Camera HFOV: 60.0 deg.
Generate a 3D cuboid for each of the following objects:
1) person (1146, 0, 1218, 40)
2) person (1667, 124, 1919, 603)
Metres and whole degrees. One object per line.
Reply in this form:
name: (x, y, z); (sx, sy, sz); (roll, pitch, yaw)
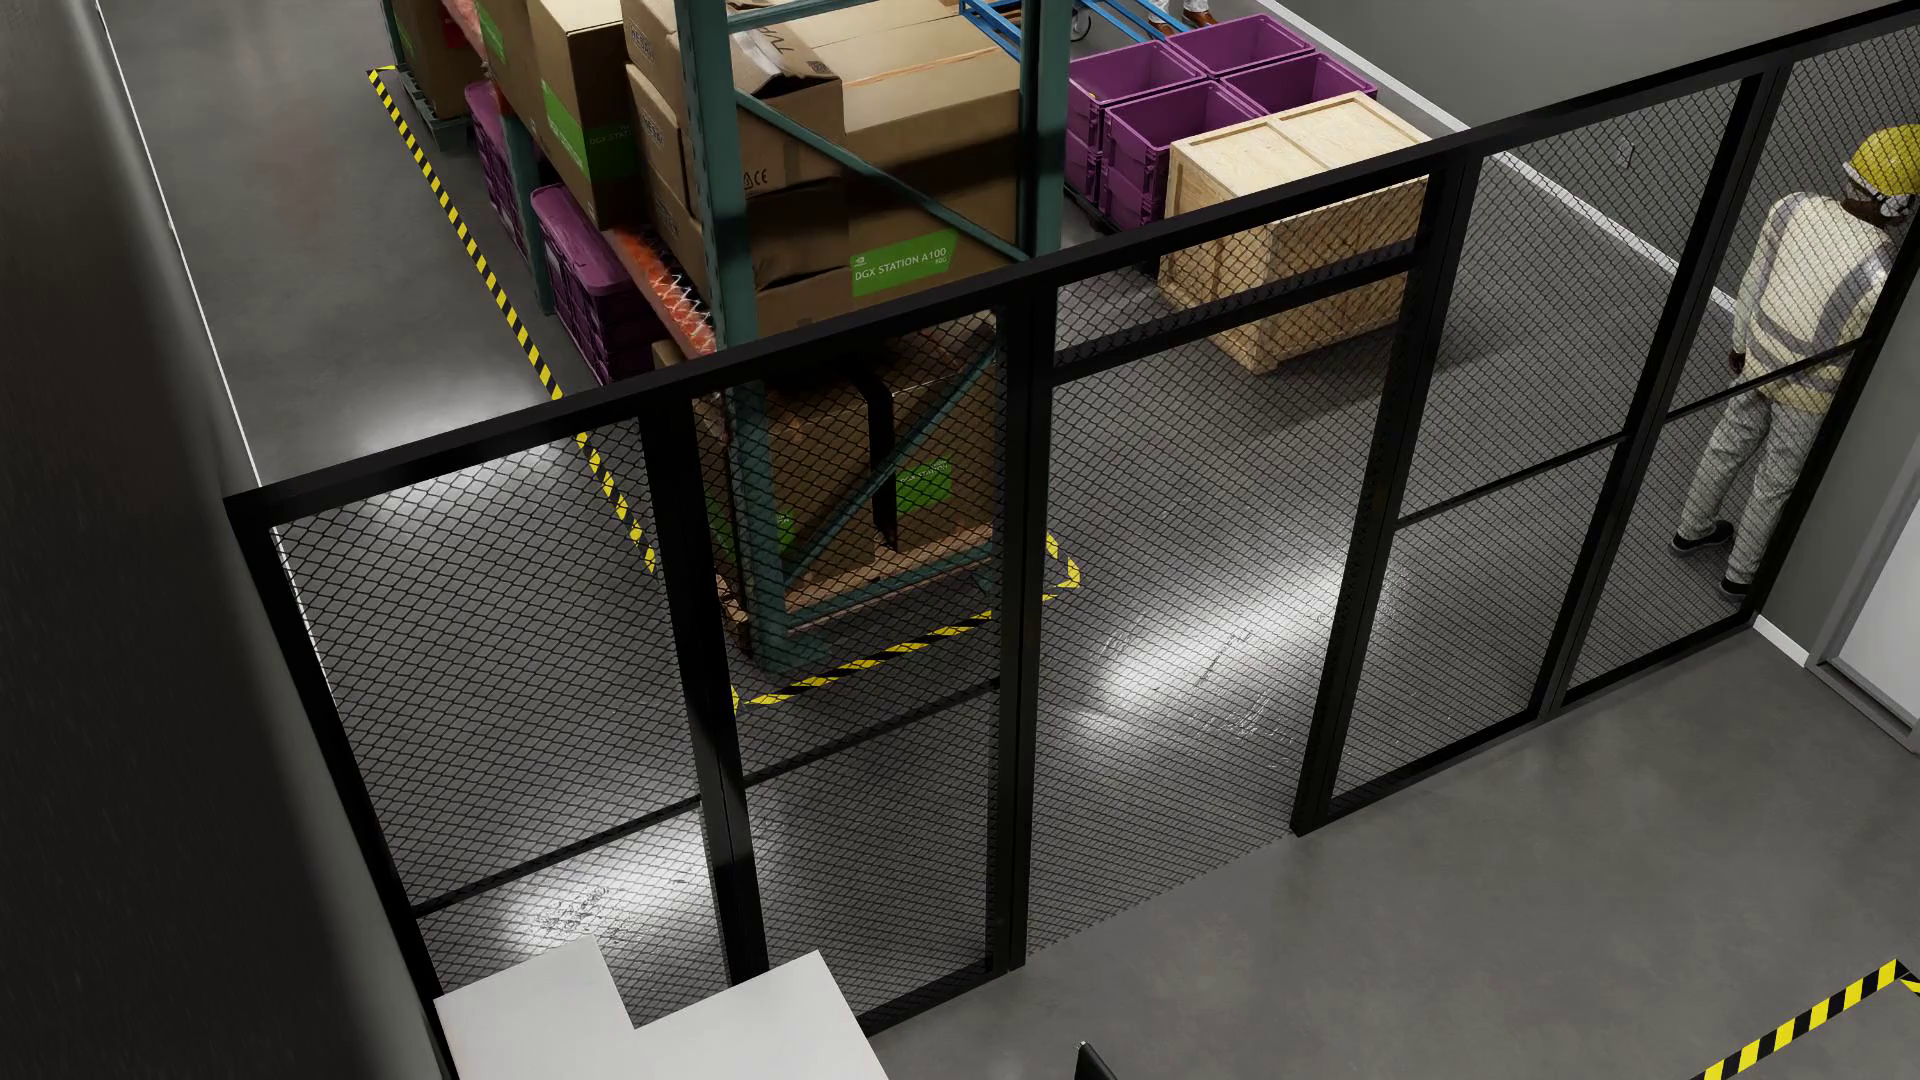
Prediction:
person: (1.280, -3.622, 8.907); (0.636, 1.938, 0.354); (-22, 47, -22)
person: (2.867, -0.574, 5.650); (0.404, 1.830, 0.603); (-14, 44, -15)
